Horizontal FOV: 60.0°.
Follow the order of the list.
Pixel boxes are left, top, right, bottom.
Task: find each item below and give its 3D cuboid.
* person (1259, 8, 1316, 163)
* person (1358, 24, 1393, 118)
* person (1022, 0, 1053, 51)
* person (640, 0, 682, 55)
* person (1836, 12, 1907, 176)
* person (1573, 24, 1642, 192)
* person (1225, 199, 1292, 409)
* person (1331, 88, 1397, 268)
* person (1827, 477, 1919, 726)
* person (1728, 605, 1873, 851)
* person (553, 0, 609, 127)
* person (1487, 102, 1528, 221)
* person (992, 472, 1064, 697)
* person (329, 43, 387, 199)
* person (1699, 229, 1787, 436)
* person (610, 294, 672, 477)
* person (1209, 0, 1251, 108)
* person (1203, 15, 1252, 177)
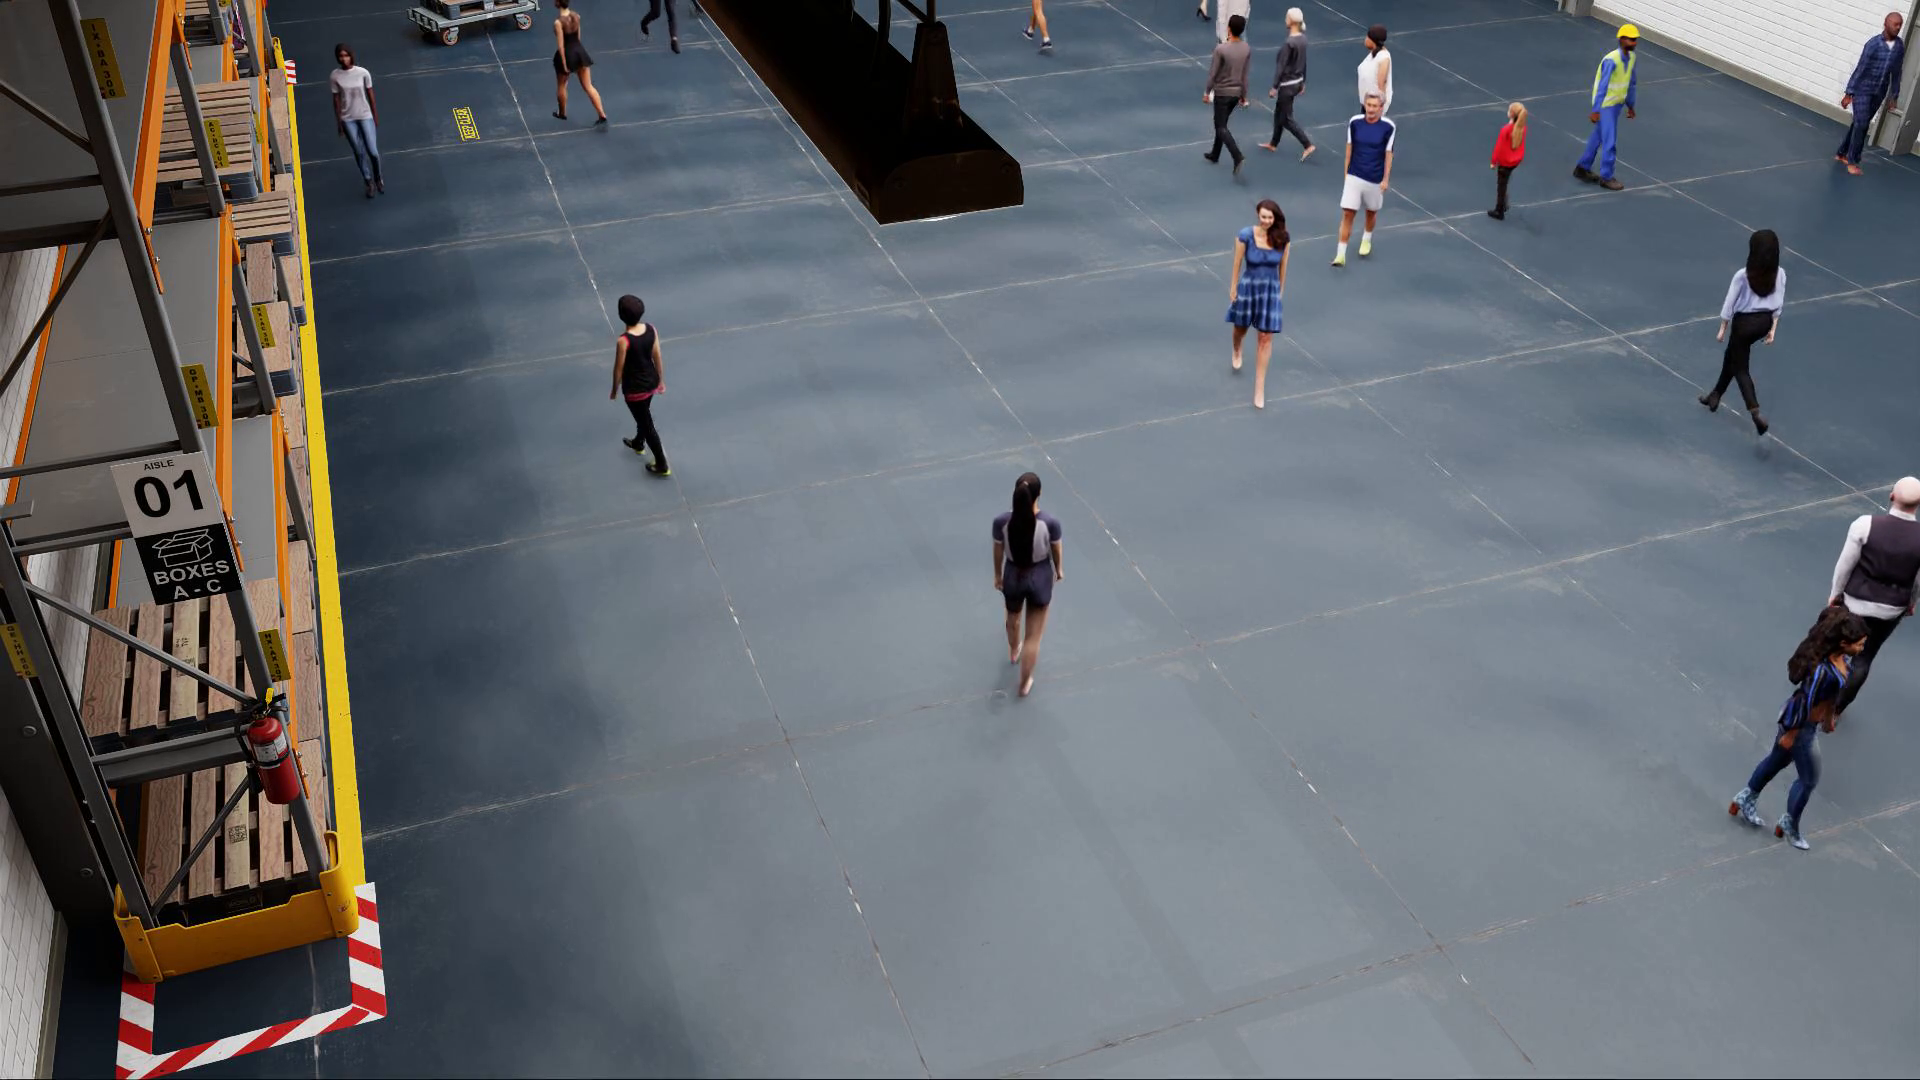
[{"bbox_3d":[3.870,-5.233,19.208,1.132,1.701,0.966,20,39,28],"label":"person"},{"bbox_3d":[4.744,-4.982,18.853,0.843,1.675,0.712,0,34,0],"label":"person"},{"bbox_3d":[1.097,-7.550,22.667,0.734,1.731,1.186,-16,37,-22],"label":"person"},{"bbox_3d":[-4.130,-7.530,22.646,0.849,1.720,1.122,-26,41,-33],"label":"person"},{"bbox_3d":[10.323,-5.136,18.975,0.762,1.796,0.909,-8,34,-12],"label":"person"},{"bbox_3d":[7.184,-4.870,18.577,0.873,1.795,1.034,-25,41,-32],"label":"person"},{"bbox_3d":[2.561,-2.113,14.453,0.945,1.767,1.204,4,34,5],"label":"person"},{"bbox_3d":[4.128,-3.683,16.796,1.102,1.789,1.180,13,36,18],"label":"person"},{"bbox_3d":[5.764,0.463,10.542,0.843,1.807,0.906,15,37,22],"label":"person"},{"bbox_3d":[4.895,1.054,9.836,0.868,1.604,0.802,25,41,33],"label":"person"},{"bbox_3d":[-4.624,-5.792,20.109,1.182,1.634,0.930,26,41,33],"label":"person"},{"bbox_3d":[5.904,-4.038,17.793,0.539,1.278,0.551,-17,37,-24],"label":"person"},{"bbox_3d":[0.433,0.330,10.902,0.823,1.631,0.913,9,35,13],"label":"person"},{"bbox_3d":[-6.625,-4.623,18.284,0.607,1.707,0.622,-9,35,-13],"label":"person"},{"bbox_3d":[6.626,-1.669,13.852,0.741,1.695,1.173,-7,34,-10],"label":"person"},{"bbox_3d":[-2.502,-1.213,13.314,0.955,1.530,0.835,20,39,27],"label":"person"},{"bbox_3d":[3.328,-6.354,20.775,0.749,1.832,0.837,-16,37,-23],"label":"person"},{"bbox_3d":[3.063,-4.999,18.823,0.733,1.737,1.111,-14,36,-20],"label":"person"}]
